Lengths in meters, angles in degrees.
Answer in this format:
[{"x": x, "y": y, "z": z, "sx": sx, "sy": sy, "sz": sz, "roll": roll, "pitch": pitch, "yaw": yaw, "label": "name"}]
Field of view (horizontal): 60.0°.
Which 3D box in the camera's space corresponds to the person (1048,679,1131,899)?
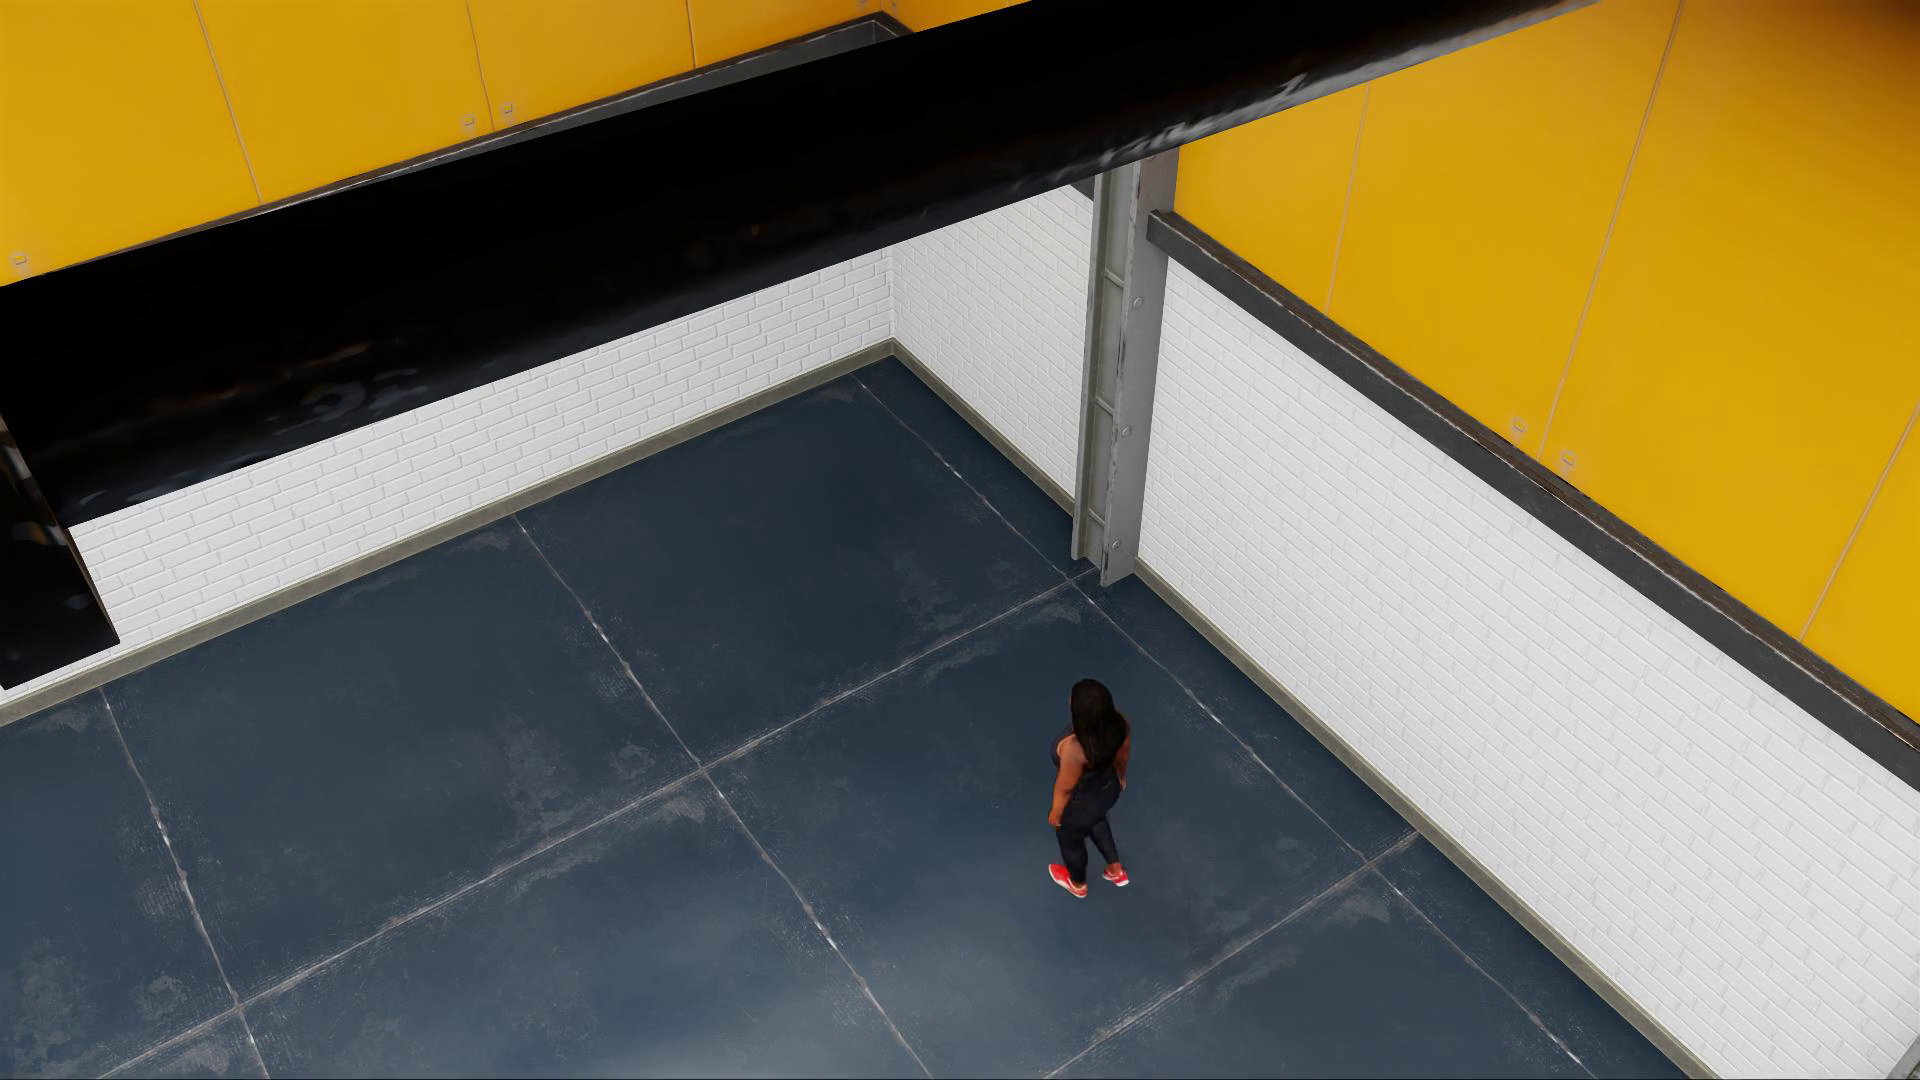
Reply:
[{"x": 0.774, "y": 1.491, "z": 9.421, "sx": 0.791, "sy": 1.805, "sz": 0.732, "roll": 34, "pitch": 53, "yaw": 30, "label": "person"}]
